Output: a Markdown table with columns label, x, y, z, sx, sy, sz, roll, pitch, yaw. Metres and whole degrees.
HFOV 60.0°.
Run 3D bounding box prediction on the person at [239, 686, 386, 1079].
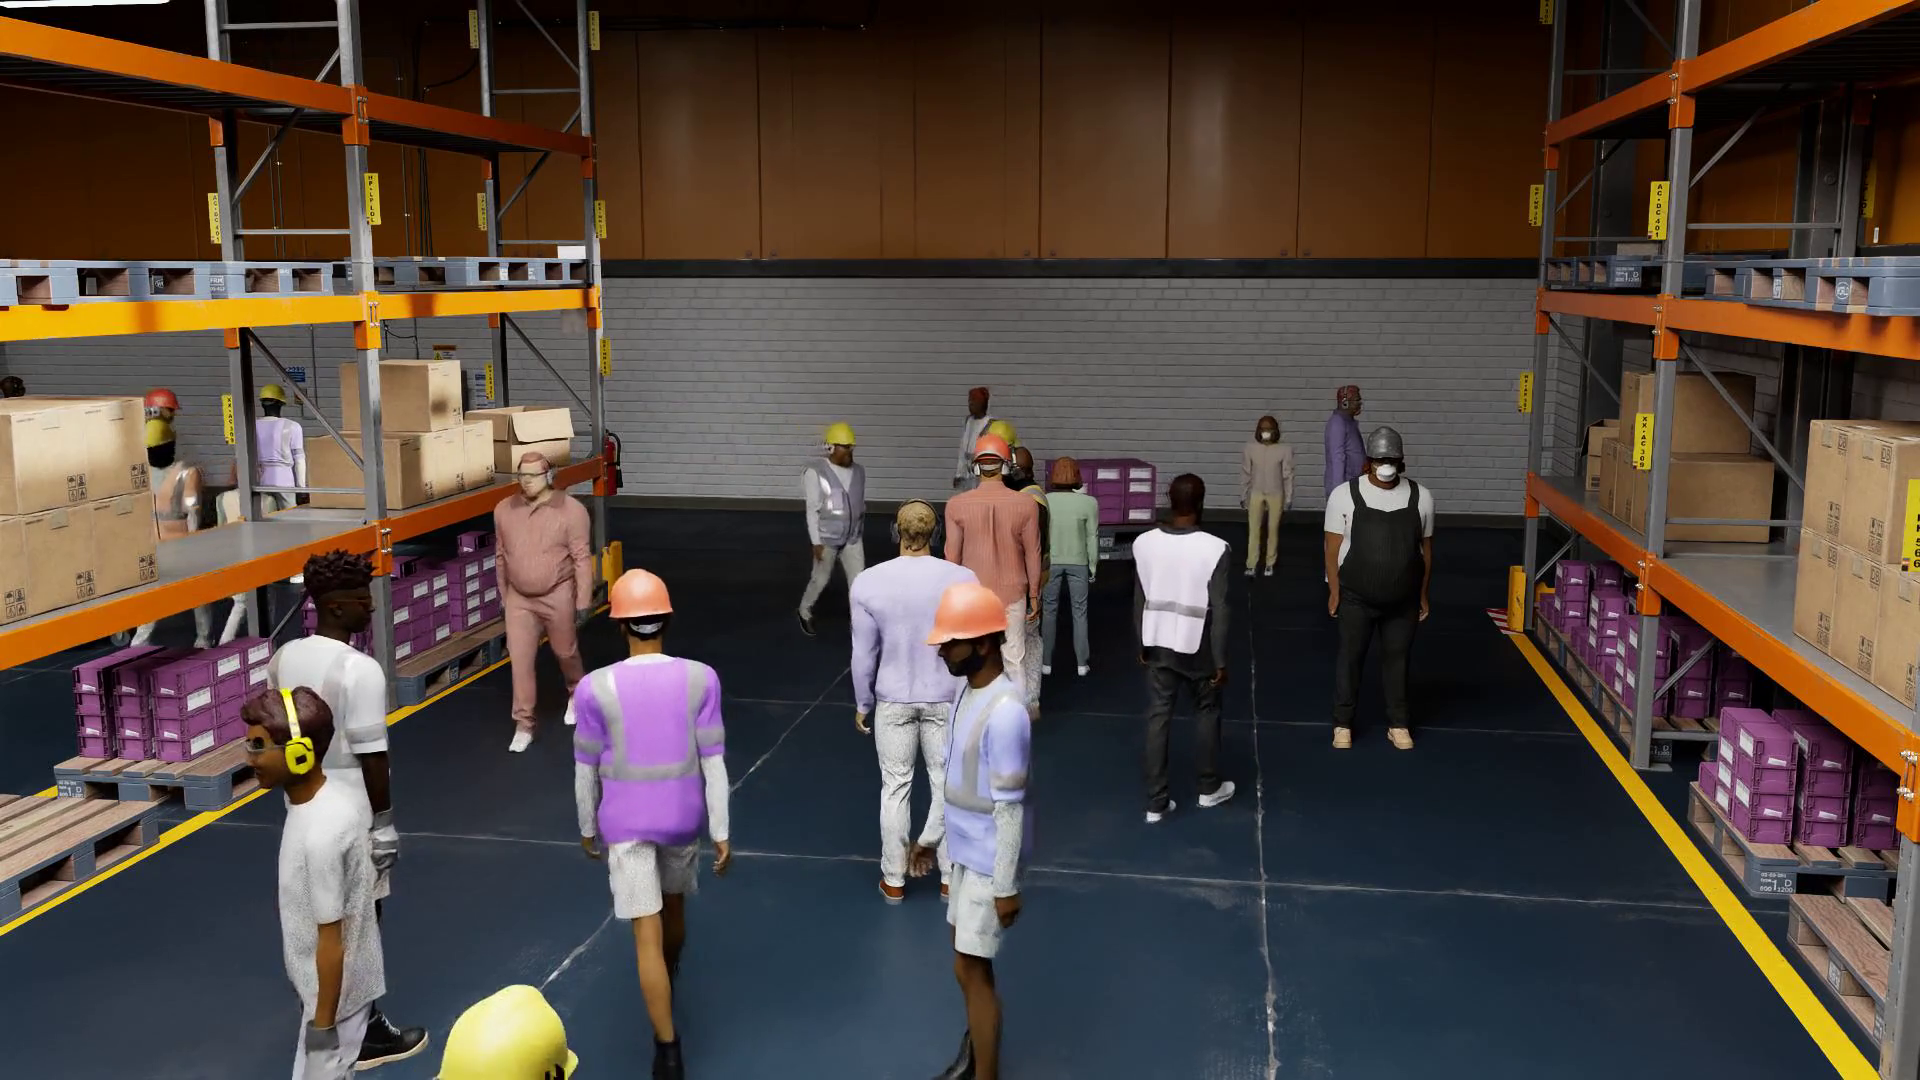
| label | x | y | z | sx | sy | sz | roll | pitch | yaw |
| --- | --- | --- | --- | --- | --- | --- | --- | --- | --- |
| person | -1.808 | 1.317 | 4.702 | 0.354 | 1.860 | 0.551 | -3 | 10 | -20 |

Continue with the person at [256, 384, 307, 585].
| label | x | y | z | sx | sy | sz | roll | pitch | yaw |
| --- | --- | --- | --- | --- | --- | --- | --- | --- | --- |
| person | -6.514 | -0.522 | 15.849 | 0.589 | 1.916 | 0.396 | 0 | 9 | -1 |

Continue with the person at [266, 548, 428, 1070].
| label | x | y | z | sx | sy | sz | roll | pitch | yaw |
| --- | --- | --- | --- | --- | --- | --- | --- | --- | --- |
| person | -2.337 | 1.006 | 6.276 | 0.609 | 1.963 | 0.369 | 6 | 11 | 34 |

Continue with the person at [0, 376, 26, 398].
| label | x | y | z | sx | sy | sz | roll | pitch | yaw |
| --- | --- | --- | --- | --- | --- | --- | --- | --- | --- |
| person | -10.331 | -0.873 | 18.234 | 0.516 | 1.844 | 0.332 | 4 | 10 | 24 |

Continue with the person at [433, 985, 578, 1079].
| label | x | y | z | sx | sy | sz | roll | pitch | yaw |
| --- | --- | --- | --- | --- | --- | --- | --- | --- | --- |
| person | -0.834 | 1.654 | 2.925 | 0.538 | 1.751 | 0.481 | 3 | 10 | 18 |

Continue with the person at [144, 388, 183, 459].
| label | x | y | z | sx | sy | sz | roll | pitch | yaw |
| --- | --- | --- | --- | --- | --- | --- | --- | --- | --- |
| person | -7.311 | -0.384 | 14.905 | 0.752 | 1.959 | 0.634 | 2 | 9 | 9 |

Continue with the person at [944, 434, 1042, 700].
| label | x | y | z | sx | sy | sz | roll | pitch | yaw |
| --- | --- | --- | --- | --- | --- | --- | --- | --- | --- |
| person | 0.205 | 0.335 | 10.351 | 0.611 | 1.985 | 0.393 | 0 | 9 | 1 |

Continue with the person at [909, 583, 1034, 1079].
| label | x | y | z | sx | sy | sz | roll | pitch | yaw |
| --- | --- | --- | --- | --- | --- | --- | --- | --- | --- |
| person | 0.047 | 1.098 | 5.857 | 0.416 | 1.920 | 0.553 | -2 | 9 | -11 |

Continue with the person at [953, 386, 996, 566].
| label | x | y | z | sx | sy | sz | roll | pitch | yaw |
| --- | --- | --- | --- | --- | --- | --- | --- | --- | --- |
| person | 0.286 | -0.649 | 16.864 | 0.914 | 1.847 | 0.595 | -4 | 10 | -25 |

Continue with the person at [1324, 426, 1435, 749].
| label | x | y | z | sx | sy | sz | roll | pitch | yaw |
| --- | --- | --- | --- | --- | --- | --- | --- | --- | --- |
| person | 2.630 | 0.303 | 10.381 | 0.682 | 2.000 | 0.537 | 0 | 9 | 1 |

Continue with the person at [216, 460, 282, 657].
| label | x | y | z | sx | sy | sz | roll | pitch | yaw |
| --- | --- | --- | --- | --- | --- | --- | --- | --- | --- |
| person | -5.293 | 0.192 | 12.330 | 0.535 | 1.624 | 0.552 | 2 | 9 | 14 |

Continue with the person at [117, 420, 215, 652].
| label | x | y | z | sx | sy | sz | roll | pitch | yaw |
| --- | --- | --- | --- | --- | --- | --- | --- | --- | --- |
| person | -6.038 | 0.022 | 12.638 | 0.603 | 1.863 | 1.012 | 1 | 9 | 9 |

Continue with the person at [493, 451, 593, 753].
| label | x | y | z | sx | sy | sz | roll | pitch | yaw |
| --- | --- | --- | --- | --- | --- | --- | --- | --- | --- |
| person | -2.654 | 0.344 | 10.667 | 0.653 | 1.871 | 0.959 | 1 | 9 | 4 |

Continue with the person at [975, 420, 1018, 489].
| label | x | y | z | sx | sy | sz | roll | pitch | yaw |
| --- | --- | --- | --- | --- | --- | --- | --- | --- | --- |
| person | 0.320 | -0.118 | 13.802 | 0.407 | 1.789 | 0.735 | 1 | 9 | 6 |

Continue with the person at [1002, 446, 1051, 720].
| label | x | y | z | sx | sy | sz | roll | pitch | yaw |
| --- | --- | --- | --- | --- | --- | --- | --- | --- | --- |
| person | 0.383 | 0.286 | 11.117 | 0.430 | 1.838 | 0.620 | -1 | 9 | -9 |

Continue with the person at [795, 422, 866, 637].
| label | x | y | z | sx | sy | sz | roll | pitch | yaw |
| --- | --- | --- | --- | --- | --- | --- | --- | --- | --- |
| person | -1.014 | -0.057 | 13.344 | 0.586 | 1.804 | 0.863 | -6 | 11 | -34 |

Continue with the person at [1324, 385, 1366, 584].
| label | x | y | z | sx | sy | sz | roll | pitch | yaw |
| --- | --- | --- | --- | --- | --- | --- | --- | --- | --- |
| person | 3.683 | -0.526 | 15.903 | 0.402 | 1.911 | 0.639 | 3 | 10 | 20 |

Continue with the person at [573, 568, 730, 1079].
| label | x | y | z | sx | sy | sz | roll | pitch | yaw |
| --- | --- | --- | --- | --- | --- | --- | --- | --- | --- |
| person | -1.187 | 1.043 | 6.330 | 0.547 | 1.871 | 1.002 | -4 | 10 | -22 |

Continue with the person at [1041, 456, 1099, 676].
| label | x | y | z | sx | sy | sz | roll | pitch | yaw |
| --- | --- | --- | --- | --- | --- | --- | --- | --- | --- |
| person | 0.779 | 0.195 | 12.333 | 0.497 | 1.626 | 0.288 | 1 | 9 | 7 |

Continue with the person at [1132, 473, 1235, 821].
| label | x | y | z | sx | sy | sz | roll | pitch | yaw |
| --- | --- | --- | --- | --- | --- | --- | --- | --- | --- |
| person | 1.277 | 0.571 | 9.177 | 0.624 | 1.893 | 0.787 | 6 | 11 | 33 |

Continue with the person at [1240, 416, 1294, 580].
| label | x | y | z | sx | sy | sz | roll | pitch | yaw |
| --- | --- | --- | --- | --- | --- | --- | --- | --- | --- |
| person | 2.949 | -0.397 | 16.043 | 0.525 | 1.586 | 0.829 | 3 | 10 | 18 |

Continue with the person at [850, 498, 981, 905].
| label | x | y | z | sx | sy | sz | roll | pitch | yaw |
| --- | --- | --- | --- | --- | --- | --- | --- | --- | --- |
| person | -0.201 | 0.764 | 7.851 | 0.627 | 1.940 | 0.372 | 0 | 9 | -2 |
